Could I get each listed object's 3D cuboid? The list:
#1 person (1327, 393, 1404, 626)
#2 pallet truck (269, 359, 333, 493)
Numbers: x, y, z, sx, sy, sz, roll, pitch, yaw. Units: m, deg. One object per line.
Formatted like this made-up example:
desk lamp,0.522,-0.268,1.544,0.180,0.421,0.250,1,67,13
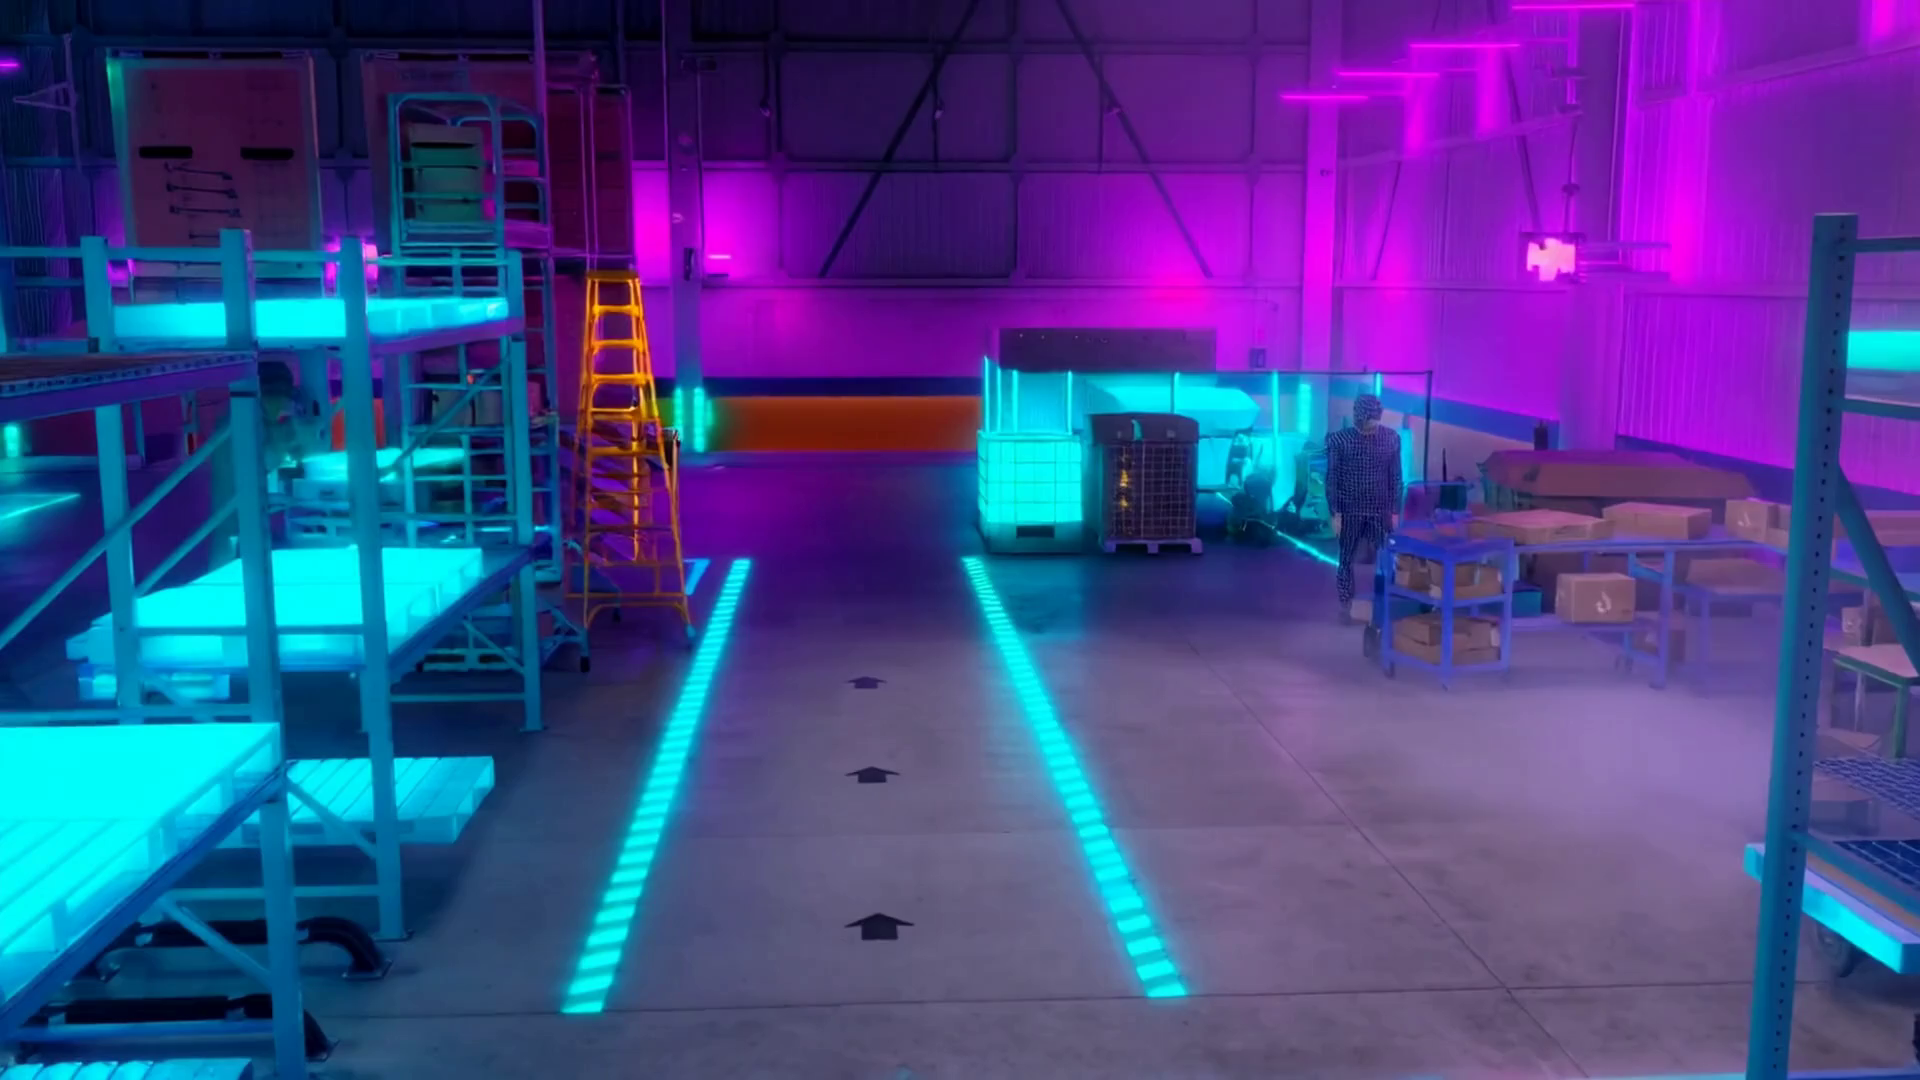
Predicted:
person,3.323,-0.246,13.671,0.630,1.934,0.364,-1,9,-4
pallet truck,-7.062,-1.131,18.996,1.885,1.965,0.823,2,9,13
